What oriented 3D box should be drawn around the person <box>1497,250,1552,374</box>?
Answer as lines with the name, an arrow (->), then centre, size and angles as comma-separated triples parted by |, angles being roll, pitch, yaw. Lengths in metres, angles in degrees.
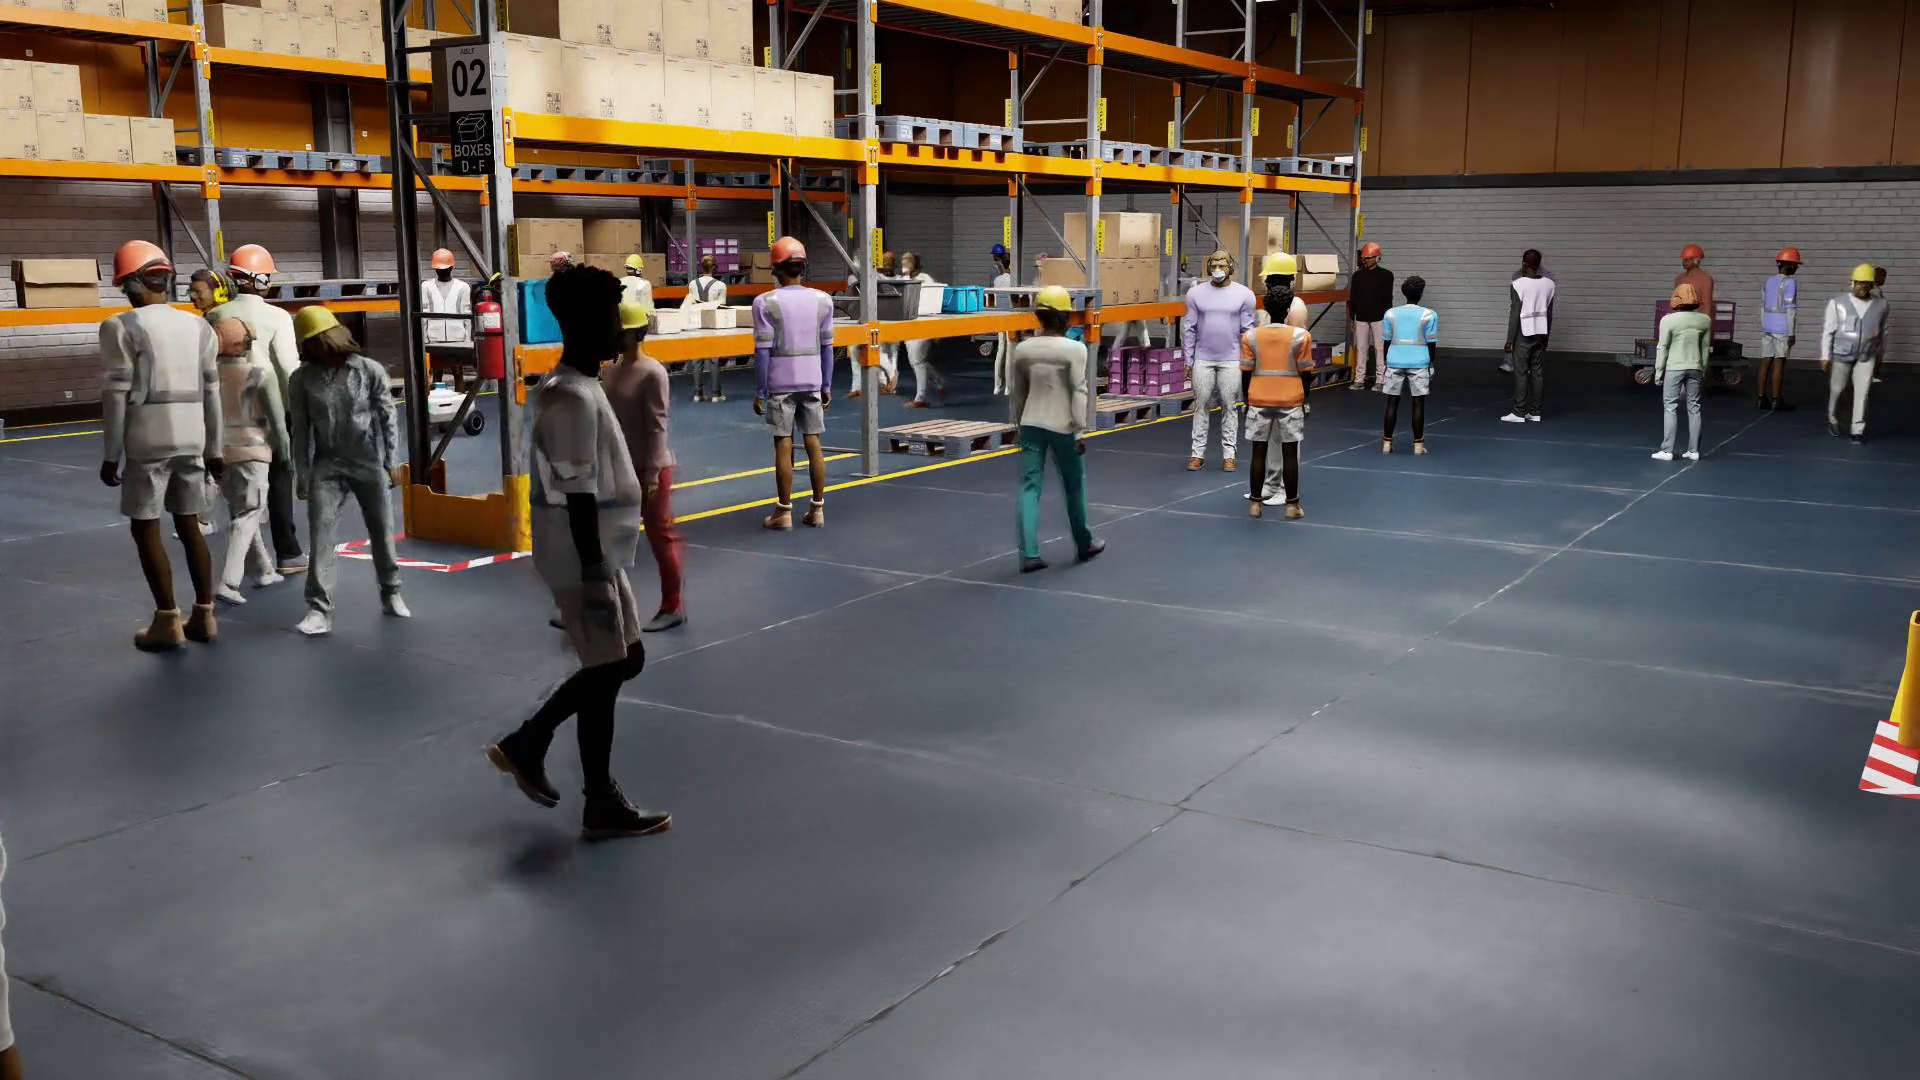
person -> 8.507, -3.414, 25.035 | 0.647, 1.871, 0.926 | 9, 14, 41

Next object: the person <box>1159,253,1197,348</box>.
person -> 3.341, -3.460, 25.388 | 0.597, 1.828, 0.403 | 4, 11, 22

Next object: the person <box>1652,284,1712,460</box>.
person -> 6.662, -1.545, 15.352 | 0.498, 1.626, 0.289 | -1, 10, -6

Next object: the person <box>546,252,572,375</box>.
person -> -3.868, -1.863, 16.324 | 0.642, 1.909, 0.410 | 5, 11, 25

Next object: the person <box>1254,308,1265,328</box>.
person -> 4.805, -3.730, 26.866 | 0.430, 1.840, 0.622 | -7, 13, -35

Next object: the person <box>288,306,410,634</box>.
person -> -3.197, -0.366, 8.629 | 0.558, 1.682, 0.746 | -3, 11, -15

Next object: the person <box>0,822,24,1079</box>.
person -> -1.574, 0.642, 2.359 | 0.547, 1.938, 0.378 | 2, 10, 9

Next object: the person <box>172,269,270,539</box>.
person -> -5.127, -0.968, 11.579 | 0.524, 1.838, 0.934 | 6, 12, 28

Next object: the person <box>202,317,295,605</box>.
person -> -4.057, -0.450, 9.376 | 0.519, 1.606, 0.843 | 2, 11, 13

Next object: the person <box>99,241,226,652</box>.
person -> -3.949, -0.463, 8.260 | 0.487, 2.014, 0.630 | 5, 12, 27

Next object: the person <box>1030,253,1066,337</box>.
person -> 1.215, -2.756, 21.391 | 0.603, 1.865, 0.663 | -7, 12, -33

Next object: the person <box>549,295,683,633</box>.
person -> -1.711, -0.357, 8.425 | 0.550, 1.733, 0.731 | 9, 13, 40

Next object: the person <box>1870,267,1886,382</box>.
person -> 13.085, -3.087, 23.860 | 0.281, 1.633, 0.499 | 2, 10, 10

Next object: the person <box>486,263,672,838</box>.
person -> -1.290, 0.058, 5.555 | 0.522, 1.948, 0.613 | -1, 10, -8

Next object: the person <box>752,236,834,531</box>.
person -> -1.172, -1.082, 11.615 | 0.608, 2.046, 0.368 | -6, 12, -30

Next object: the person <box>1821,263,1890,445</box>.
person -> 9.023, -1.892, 16.799 | 0.595, 1.804, 0.876 | 4, 11, 20

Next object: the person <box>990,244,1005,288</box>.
person -> 0.721, -4.391, 30.221 | 0.387, 1.948, 0.602 | 6, 12, 30

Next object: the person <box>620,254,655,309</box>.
person -> -4.298, -2.859, 22.048 | 0.603, 1.830, 0.404 | 3, 11, 19

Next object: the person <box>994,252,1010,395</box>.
person -> 0.631, -2.834, 21.811 | 0.309, 1.868, 0.535 | -7, 12, -34

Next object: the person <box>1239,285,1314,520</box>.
person -> 2.289, -0.988, 12.053 | 0.530, 1.697, 0.321 | 4, 11, 20

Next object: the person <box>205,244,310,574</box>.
person -> -4.246, -0.783, 10.097 | 0.622, 1.994, 0.381 | 3, 11, 14

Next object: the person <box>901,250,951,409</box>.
person -> -0.396, -2.534, 20.054 | 0.688, 1.907, 0.647 | -6, 12, -31

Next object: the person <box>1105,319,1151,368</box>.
person -> 2.719, -3.569, 26.004 | 0.986, 1.830, 0.624 | -3, 11, -17

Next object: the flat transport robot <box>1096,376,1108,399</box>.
flat transport robot -> 1.815, -1.951, 21.344 | 0.652, 0.197, 1.431 | 6, 12, 30

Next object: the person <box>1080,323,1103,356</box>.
person -> 1.903, -3.359, 24.722 | 0.651, 1.867, 0.865 | 6, 12, 31

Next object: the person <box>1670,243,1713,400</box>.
person -> 9.285, -2.761, 21.148 | 0.530, 2.007, 0.631 | -3, 11, -18

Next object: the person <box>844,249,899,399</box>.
person -> -1.162, -2.770, 21.331 | 0.695, 1.922, 0.637 | -10, 14, -43

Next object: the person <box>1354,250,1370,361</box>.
person -> 6.690, -3.914, 27.810 | 0.327, 1.865, 0.518 | -6, 12, -32

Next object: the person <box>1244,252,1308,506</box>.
person -> 2.441, -1.225, 12.734 | 0.363, 1.928, 0.587 | -3, 11, -14

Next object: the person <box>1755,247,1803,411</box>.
person -> 9.742, -2.495, 19.760 | 0.376, 1.932, 0.543 | -2, 10, -9

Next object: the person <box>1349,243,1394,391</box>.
person -> 5.501, -2.989, 22.346 | 0.609, 1.986, 0.402 | 7, 12, 34

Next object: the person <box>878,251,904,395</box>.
person -> -0.900, -2.826, 21.746 | 0.590, 1.866, 0.629 | -2, 11, -13

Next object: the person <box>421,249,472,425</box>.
person -> -5.623, -2.216, 18.226 | 0.542, 1.927, 0.374 | -3, 11, -15

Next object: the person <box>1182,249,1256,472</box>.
person -> 2.256, -1.561, 14.561 | 0.631, 1.940, 0.372 | 3, 11, 14

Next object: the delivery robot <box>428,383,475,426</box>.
delivery robot -> -5.332, -1.375, 17.099 | 0.477, 0.478, 0.707 | 5, 12, 25

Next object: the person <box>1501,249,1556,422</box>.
person -> 6.345, -2.269, 18.543 | 0.596, 1.918, 0.385 | -5, 11, -25

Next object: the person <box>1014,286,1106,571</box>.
person -> 0.613, -0.699, 10.322 | 0.553, 1.730, 0.834 | 6, 12, 31

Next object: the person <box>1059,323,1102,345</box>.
person -> 1.494, -2.607, 20.648 | 0.560, 1.836, 0.380 | 3, 11, 17

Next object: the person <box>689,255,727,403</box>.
person -> -3.133, -2.627, 20.766 | 0.511, 1.840, 0.339 | 3, 11, 16

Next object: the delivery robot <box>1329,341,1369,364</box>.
delivery robot -> 5.799, -2.780, 24.891 | 0.477, 0.478, 0.707 | -4, 11, -22

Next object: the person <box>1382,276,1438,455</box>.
person -> 4.238, -1.644, 15.722 | 0.533, 1.690, 0.322 | 6, 12, 29
